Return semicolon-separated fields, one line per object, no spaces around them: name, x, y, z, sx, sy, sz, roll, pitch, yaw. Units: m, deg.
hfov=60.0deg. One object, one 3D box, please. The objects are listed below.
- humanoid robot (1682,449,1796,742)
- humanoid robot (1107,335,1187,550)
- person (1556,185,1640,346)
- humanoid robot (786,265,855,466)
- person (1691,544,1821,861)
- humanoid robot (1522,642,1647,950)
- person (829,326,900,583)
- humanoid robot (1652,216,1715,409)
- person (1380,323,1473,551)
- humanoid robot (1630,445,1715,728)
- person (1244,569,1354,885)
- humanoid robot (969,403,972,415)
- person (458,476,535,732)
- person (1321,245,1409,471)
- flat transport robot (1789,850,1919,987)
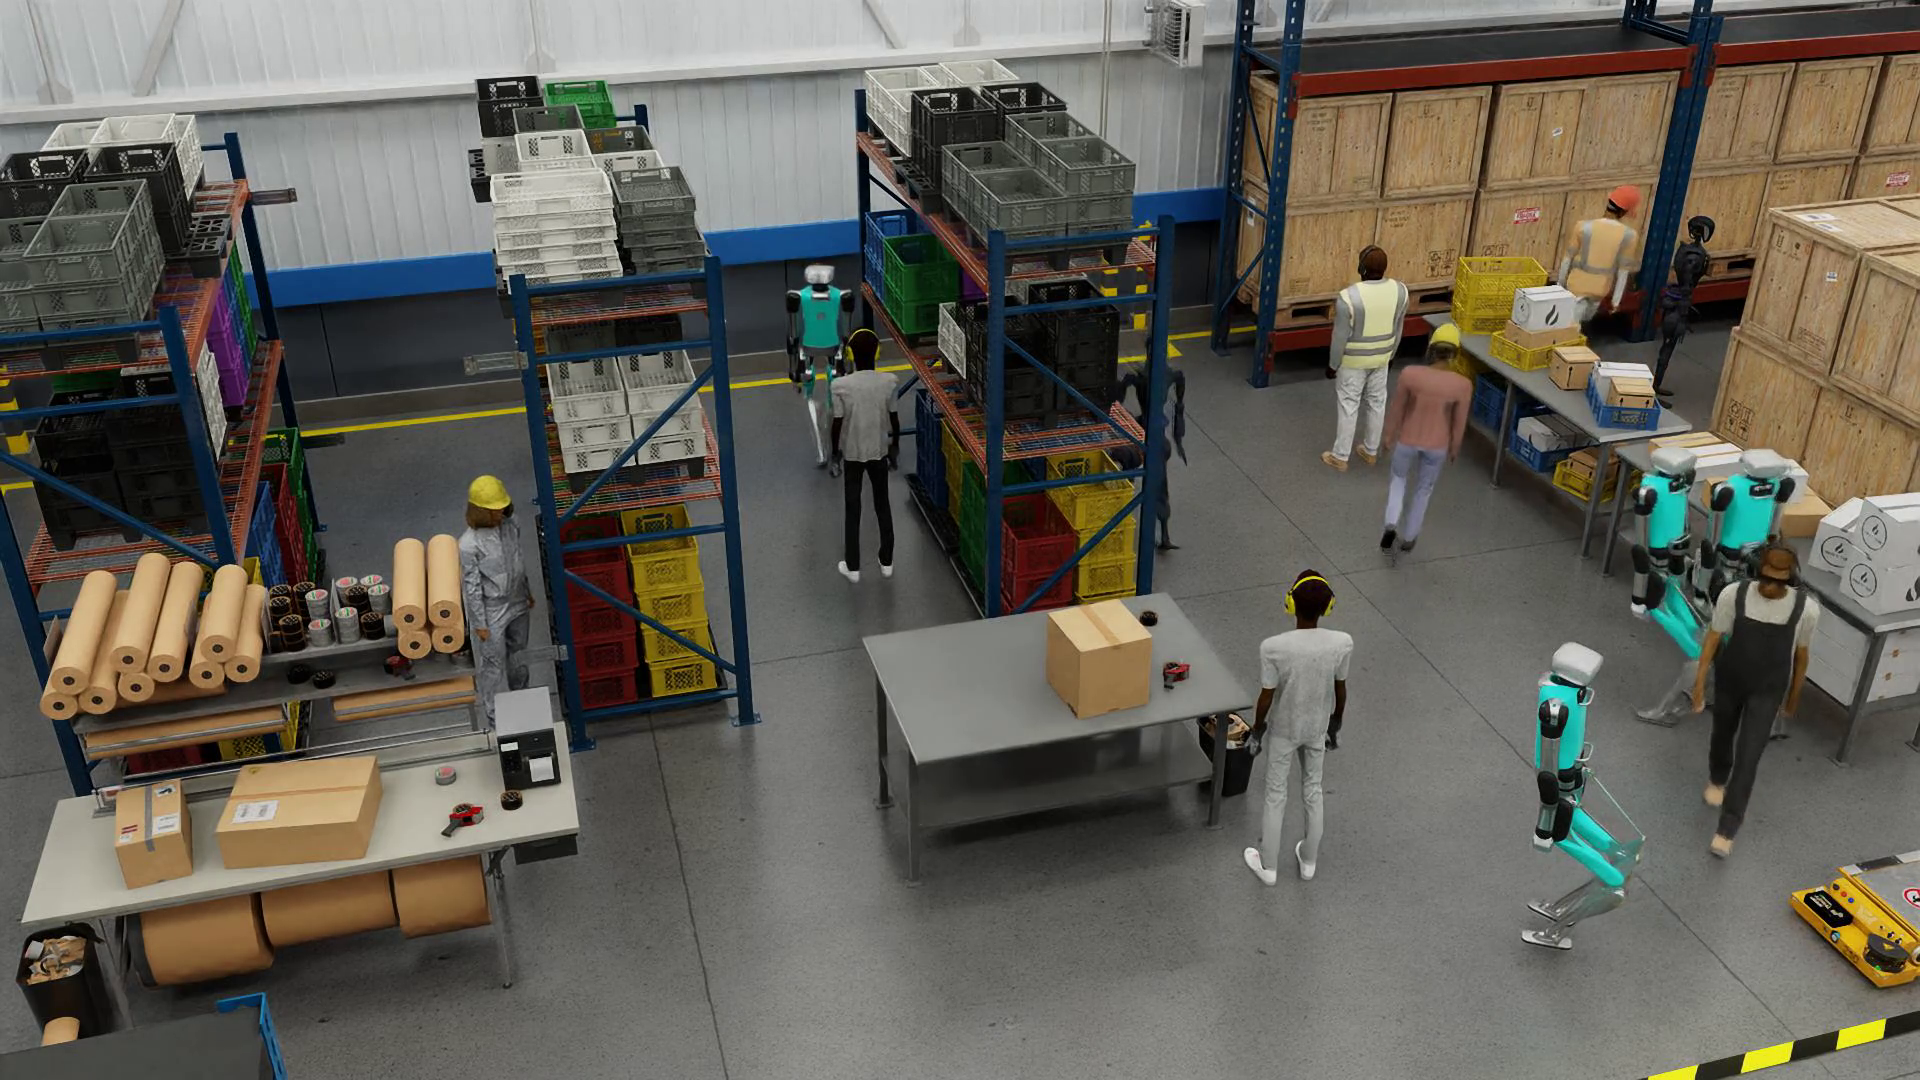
humanoid robot;4.781;0.424;9.933;0.533;1.844;0.841;-8;30;-14
humanoid robot;1.362;-0.695;11.999;0.600;1.624;0.753;-9;30;-15
person;5.495;-2.194;14.484;0.551;1.867;0.859;0;29;-1
humanoid robot;-1.096;-1.355;13.167;0.546;1.853;0.740;-3;29;-5
person;4.259;0.839;9.046;0.508;1.797;0.928;18;34;30
humanoid robot;3.100;1.306;8.122;0.735;1.677;0.533;15;32;25
person;-0.664;-0.585;11.580;0.512;1.863;0.317;-10;30;-18
humanoid robot;6.189;-1.979;14.285;0.315;1.657;0.599;14;32;23
person;3.317;-0.696;11.893;0.556;1.735;0.493;10;30;17
humanoid robot;4.372;0.336;10.021;0.530;1.757;0.801;-21;35;-34
person;1.751;0.989;8.698;0.517;1.873;0.328;-4;29;-7
humanoid robot;0.403;-1.761;13.830;0.962;1.719;0.574;-10;30;-17
person;-2.719;0.400;9.910;0.336;1.743;0.490;13;32;23
person;3.171;-1.431;13.131;0.619;1.845;0.431;-9;30;-16
flat transport robot;5.163;1.916;8.676;1.431;0.231;0.659;-8;30;-14
